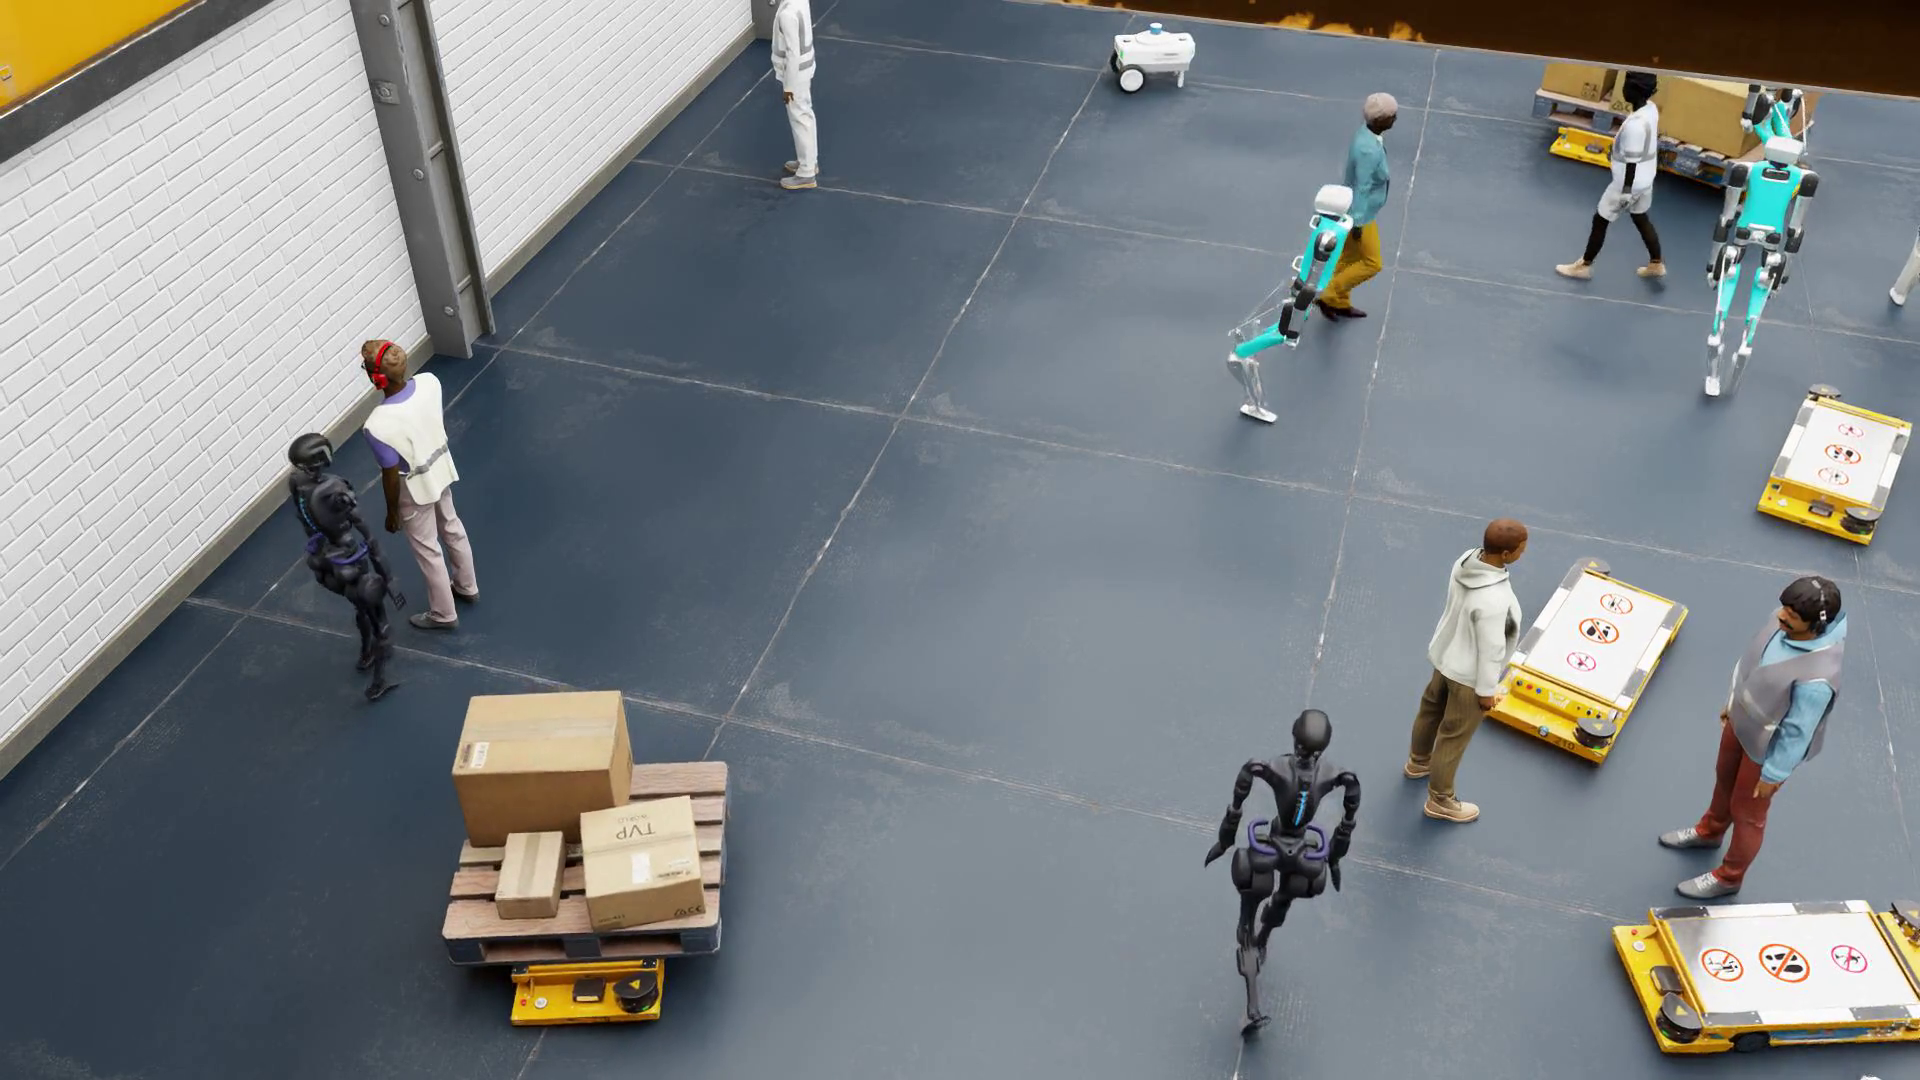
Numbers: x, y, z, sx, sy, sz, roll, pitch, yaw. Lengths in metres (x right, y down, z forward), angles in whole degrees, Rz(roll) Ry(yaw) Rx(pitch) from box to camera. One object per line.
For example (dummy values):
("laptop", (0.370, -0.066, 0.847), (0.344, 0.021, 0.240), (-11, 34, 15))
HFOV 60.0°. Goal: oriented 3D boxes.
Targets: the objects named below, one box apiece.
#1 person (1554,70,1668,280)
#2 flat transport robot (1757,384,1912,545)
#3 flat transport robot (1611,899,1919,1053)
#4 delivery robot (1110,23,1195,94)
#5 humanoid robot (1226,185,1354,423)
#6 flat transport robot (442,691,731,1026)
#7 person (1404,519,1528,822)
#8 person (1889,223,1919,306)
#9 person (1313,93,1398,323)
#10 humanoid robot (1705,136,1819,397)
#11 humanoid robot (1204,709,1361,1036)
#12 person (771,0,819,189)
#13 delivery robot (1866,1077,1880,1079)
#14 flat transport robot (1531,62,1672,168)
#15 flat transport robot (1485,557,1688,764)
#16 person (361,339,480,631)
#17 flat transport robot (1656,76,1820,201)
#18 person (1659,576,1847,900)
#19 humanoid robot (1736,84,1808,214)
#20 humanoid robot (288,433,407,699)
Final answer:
("person", (4.985, -2.637, 12.177), (0.778, 1.651, 0.551), (19, 43, 22))
("flat transport robot", (5.616, -0.503, 10.631), (0.659, 0.231, 1.431), (22, 44, 25))
("flat transport robot", (3.786, 1.977, 7.546), (1.431, 0.231, 0.659), (-2, 39, -2))
("delivery robot", (1.760, -4.454, 15.314), (0.763, 0.591, 0.511), (-2, 39, -3))
("humanoid robot", (2.033, -1.464, 10.694), (0.786, 1.821, 0.537), (13, 41, 16))
("flat transport robot", (-1.710, 1.658, 7.942), (0.659, 0.231, 1.431), (-2, 39, -3))
("person", (2.432, 0.616, 8.044), (0.374, 1.766, 0.518), (-4, 39, -4))
("person", (7.138, -2.386, 11.882), (0.514, 1.635, 0.311), (17, 42, 19))
("person", (2.834, -2.297, 11.681), (0.394, 1.738, 0.558), (6, 39, 8))
("humanoid robot", (5.169, -1.662, 10.971), (0.545, 1.847, 0.796), (14, 41, 17))
("humanoid robot", (1.370, 1.426, 7.145), (0.602, 1.645, 0.719), (3, 39, 4))
("person", (-1.336, -3.751, 13.382), (0.347, 1.881, 0.576), (3, 39, 4))
("delivery robot", (3.920, 2.510, 6.648), (0.789, 0.587, 0.499), (25, 45, 28))
("flat transport robot", (5.713, -3.631, 14.521), (0.659, 0.231, 1.431), (23, 44, 26))
("flat transport robot", (3.496, 0.633, 9.217), (0.659, 0.231, 1.431), (24, 45, 27))
("person", (-2.950, -0.290, 9.103), (0.390, 1.850, 0.565), (12, 40, 15))
("flat transport robot", (6.320, -3.178, 13.958), (1.431, 0.231, 0.659), (32, 49, 33))
("person", (3.685, 0.902, 7.606), (0.413, 1.872, 0.540), (1, 39, 2))
("humanoid robot", (6.412, -3.276, 12.896), (0.540, 1.778, 0.752), (-15, 41, -18))
("humanoid robot", (-3.173, 0.112, 8.741), (0.600, 1.653, 0.407), (21, 43, 24))
